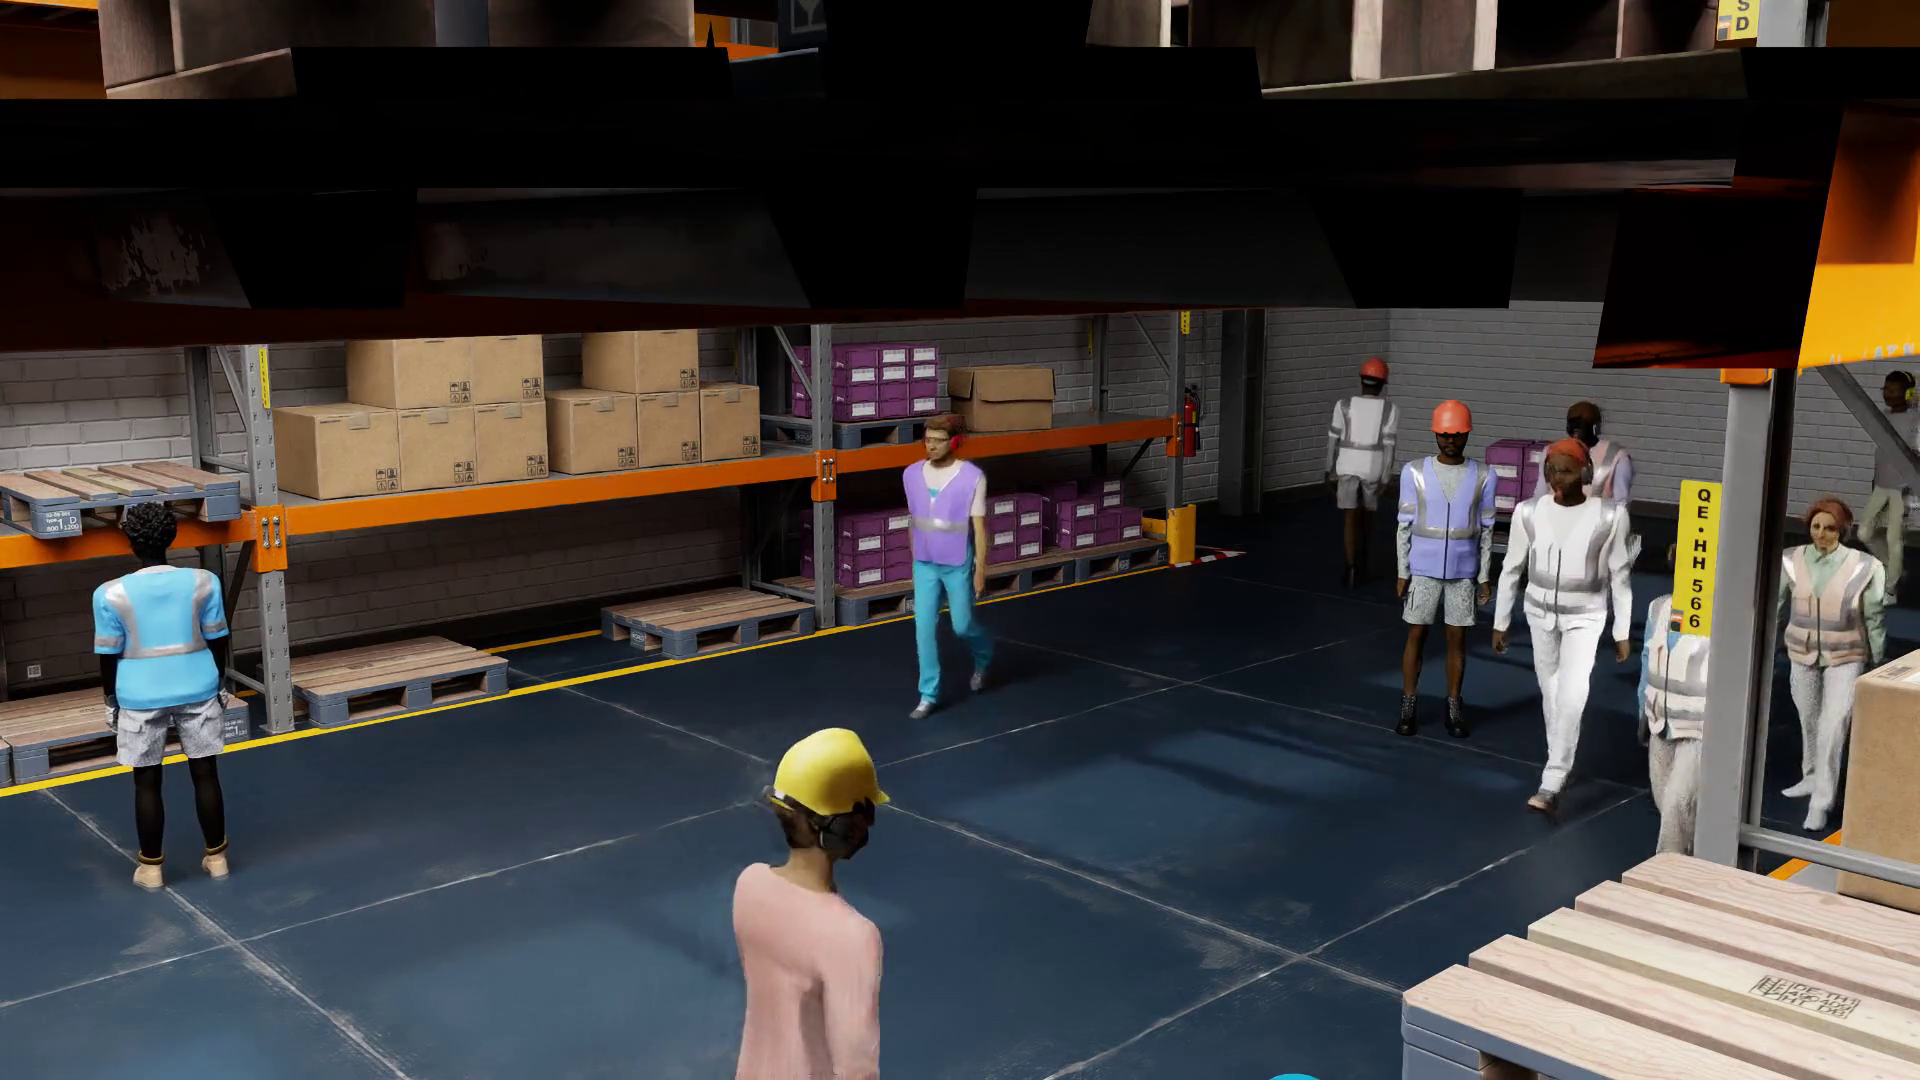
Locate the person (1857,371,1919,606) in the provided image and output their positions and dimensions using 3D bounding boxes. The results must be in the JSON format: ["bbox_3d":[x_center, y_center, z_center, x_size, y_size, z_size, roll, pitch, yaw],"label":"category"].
[{"bbox_3d":[7.302,-0.394,12.985,0.432,1.859,0.509,-3,10,-18],"label":"person"}]

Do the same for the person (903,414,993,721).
[{"bbox_3d":[-0.055,0.132,10.047,0.566,1.819,0.799,5,11,27],"label":"person"}]

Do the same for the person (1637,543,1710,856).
[{"bbox_3d":[3.037,0.777,6.839,0.708,1.616,0.522,-4,10,-20],"label":"person"}]

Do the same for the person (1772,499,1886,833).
[{"bbox_3d":[4.209,0.574,8.134,0.535,1.583,0.729,9,14,44],"label":"person"}]

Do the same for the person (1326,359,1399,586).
[{"bbox_3d":[3.401,-0.590,14.083,0.568,1.858,1.019,2,10,11],"label":"person"}]

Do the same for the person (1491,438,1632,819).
[{"bbox_3d":[2.918,0.433,8.178,0.616,1.840,0.948,8,12,39],"label":"person"}]

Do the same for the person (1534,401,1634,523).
[{"bbox_3d":[4.096,-0.018,10.944,0.637,1.817,0.844,10,14,44],"label":"person"}]

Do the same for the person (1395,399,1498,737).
[{"bbox_3d":[2.758,0.165,9.468,0.543,1.939,0.370,2,10,11],"label":"person"}]

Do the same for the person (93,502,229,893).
[{"bbox_3d":[-3.428,0.680,7.188,0.534,1.694,0.320,-7,12,-34],"label":"person"}]

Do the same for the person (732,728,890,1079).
[{"bbox_3d":[-0.244,1.254,3.676,0.836,1.731,0.551,-8,13,-39],"label":"person"}]
